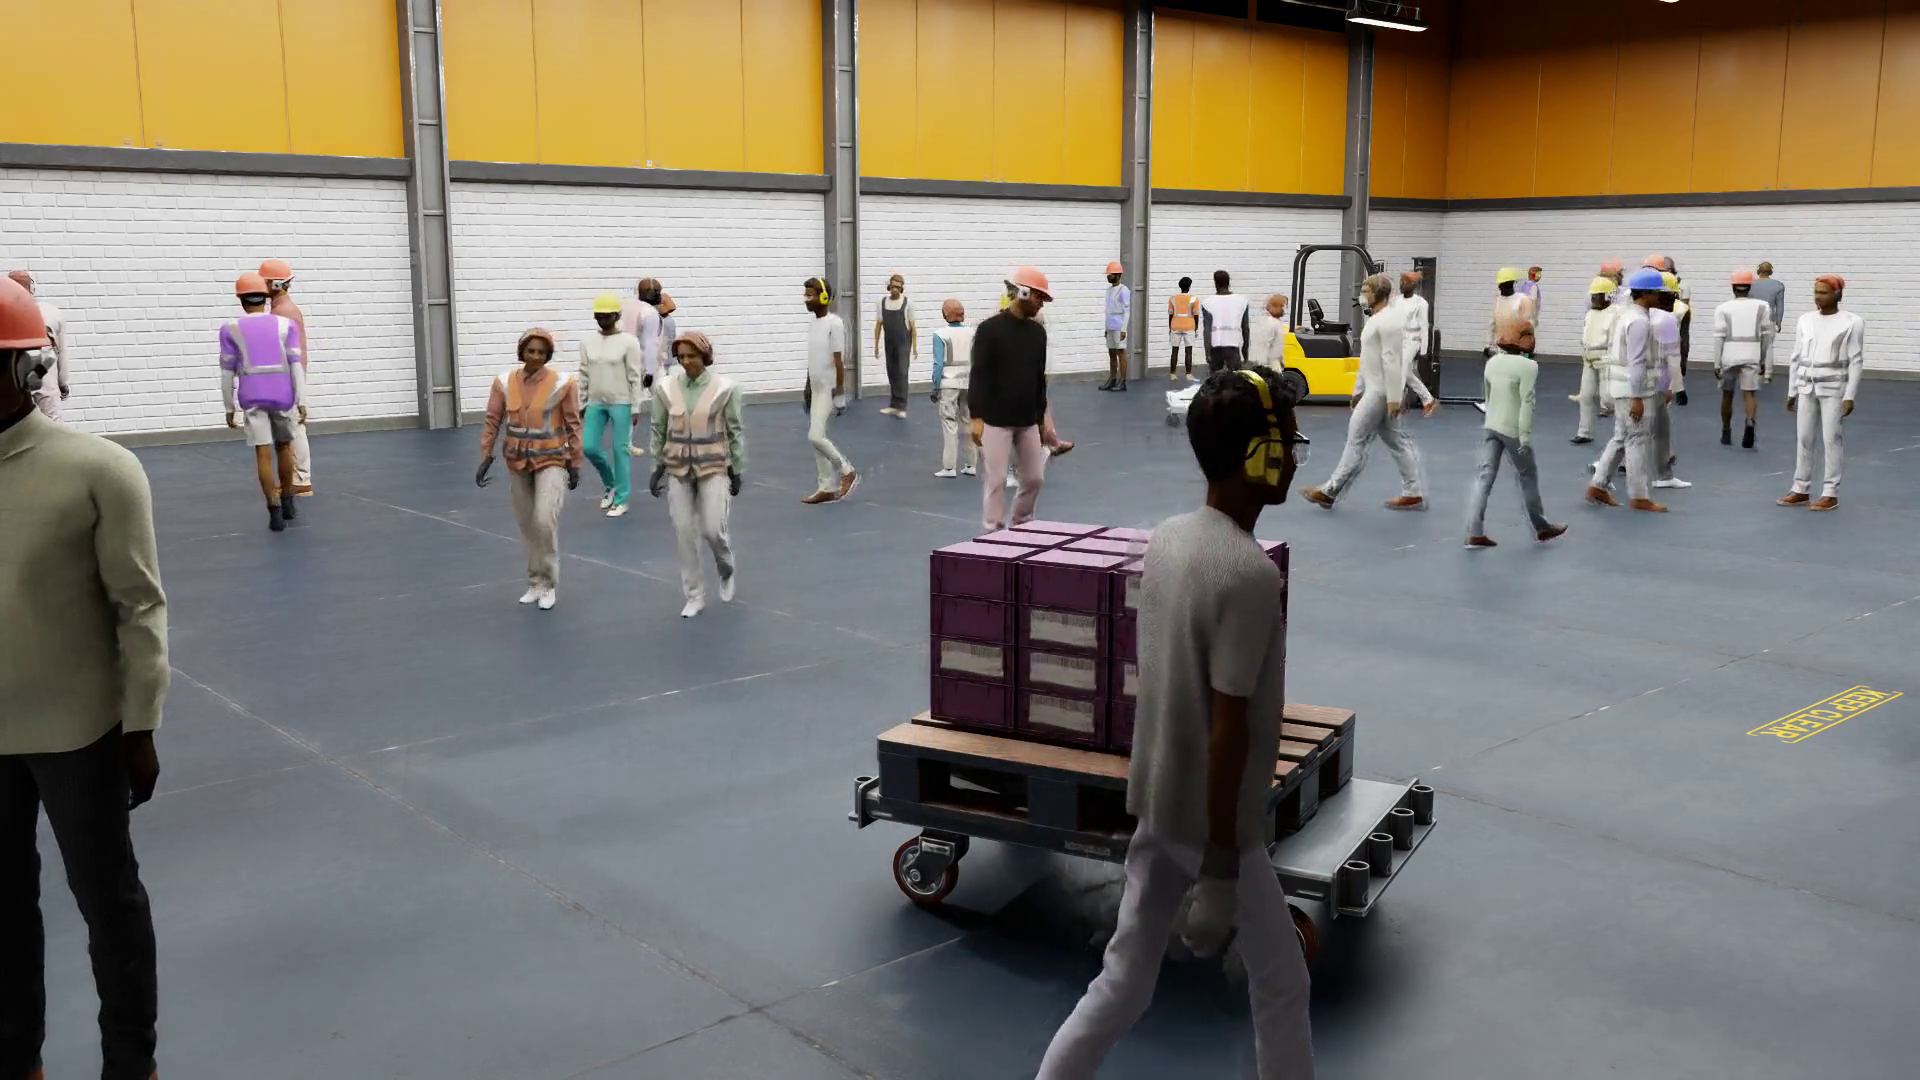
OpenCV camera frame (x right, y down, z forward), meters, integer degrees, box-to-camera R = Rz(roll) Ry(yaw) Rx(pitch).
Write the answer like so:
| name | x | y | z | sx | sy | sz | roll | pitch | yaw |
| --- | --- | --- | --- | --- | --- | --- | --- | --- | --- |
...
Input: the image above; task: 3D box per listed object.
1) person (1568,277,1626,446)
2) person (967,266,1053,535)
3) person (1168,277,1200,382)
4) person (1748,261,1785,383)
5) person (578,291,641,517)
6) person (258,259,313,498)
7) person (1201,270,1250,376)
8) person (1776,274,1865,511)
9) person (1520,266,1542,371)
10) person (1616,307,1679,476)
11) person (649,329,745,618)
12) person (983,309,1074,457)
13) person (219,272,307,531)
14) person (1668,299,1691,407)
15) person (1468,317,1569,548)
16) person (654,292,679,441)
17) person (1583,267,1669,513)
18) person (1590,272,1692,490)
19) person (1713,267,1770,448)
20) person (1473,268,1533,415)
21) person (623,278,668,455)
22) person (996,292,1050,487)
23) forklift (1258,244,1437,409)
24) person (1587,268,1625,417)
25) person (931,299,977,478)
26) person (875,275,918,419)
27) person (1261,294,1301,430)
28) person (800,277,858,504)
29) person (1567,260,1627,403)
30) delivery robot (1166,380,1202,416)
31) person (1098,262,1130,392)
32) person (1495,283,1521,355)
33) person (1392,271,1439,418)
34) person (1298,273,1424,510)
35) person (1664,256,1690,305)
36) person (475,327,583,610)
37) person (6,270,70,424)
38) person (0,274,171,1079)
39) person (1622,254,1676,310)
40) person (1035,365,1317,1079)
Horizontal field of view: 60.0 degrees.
| name | x | y | z | sx | sy | sz | roll | pitch | yaw |
| --- | --- | --- | --- | --- | --- | --- | --- | --- | --- |
| person | 6.900 | -1.896 | 17.720 | 0.692 | 1.808 | 0.593 | -4 | 10 | -21 |
| person | 0.294 | -0.757 | 10.648 | 0.735 | 1.959 | 0.398 | -7 | 12 | -35 |
| person | 3.614 | -3.399 | 26.869 | 0.531 | 1.691 | 0.318 | 4 | 10 | 21 |
| person | 12.762 | -3.459 | 26.489 | 0.627 | 1.941 | 0.370 | 4 | 10 | 22 |
| person | -2.726 | -1.052 | 12.919 | 0.549 | 1.752 | 0.372 | 3 | 10 | 15 |
| person | -5.687 | -1.352 | 13.989 | 0.386 | 1.992 | 0.625 | -5 | 11 | -27 |
| person | 3.217 | -2.316 | 20.041 | 0.613 | 1.873 | 0.940 | -1 | 10 | -3 |
| person | 6.882 | -1.176 | 13.283 | 0.337 | 1.882 | 0.584 | -5 | 11 | -28 |
| person | 10.068 | -3.912 | 29.435 | 0.388 | 1.838 | 0.563 | 0 | 10 | -3 |
| person | 6.378 | -1.493 | 15.419 | 0.916 | 1.779 | 0.621 | -9 | 13 | -43 |
| person | -1.476 | -0.375 | 9.370 | 0.517 | 1.623 | 0.394 | 1 | 10 | 7 |
| person | 0.659 | -1.735 | 16.657 | 1.040 | 1.848 | 0.664 | -7 | 12 | -36 |
| person | -5.233 | -1.044 | 12.484 | 0.567 | 1.887 | 0.923 | -5 | 11 | -28 |
| person | 7.435 | -1.911 | 17.762 | 0.635 | 1.830 | 0.508 | 5 | 11 | 29 |
| person | 3.880 | -0.741 | 11.549 | 0.818 | 1.589 | 0.526 | -5 | 11 | -25 |
| person | -3.230 | -1.906 | 18.321 | 0.282 | 1.624 | 0.494 | -3 | 10 | -15 |
| person | 5.353 | -1.185 | 13.221 | 0.522 | 1.955 | 0.612 | 2 | 10 | 14 |
| person | 5.927 | -1.365 | 14.382 | 0.905 | 1.897 | 0.603 | -1 | 10 | -3 |
| person | 8.248 | -1.917 | 17.568 | 0.562 | 1.915 | 0.849 | 3 | 10 | 16 |
| person | 6.851 | -2.484 | 20.982 | 0.987 | 1.865 | 0.600 | -4 | 10 | -22 |
| person | -3.112 | -1.756 | 16.946 | 0.932 | 1.791 | 0.623 | -8 | 12 | -39 |
| person | 0.552 | -1.325 | 14.633 | 0.523 | 1.726 | 0.484 | -5 | 11 | -27 |
| forklift | 5.256 | -2.933 | 22.661 | 2.313 | 2.155 | 1.214 | 3 | 10 | 16 |
| person | 8.307 | -2.506 | 21.153 | 0.685 | 1.880 | 1.020 | 4 | 11 | 24 |
| person | -0.045 | -1.382 | 15.210 | 0.520 | 1.636 | 0.312 | -7 | 12 | -37 |
| person | -0.819 | -2.440 | 20.987 | 0.594 | 1.805 | 0.710 | 3 | 10 | 19 |
| person | 3.568 | -2.075 | 19.385 | 0.789 | 1.595 | 0.534 | 3 | 10 | 18 |
| person | -1.123 | -1.202 | 13.524 | 0.415 | 1.852 | 0.546 | -6 | 11 | -30 |
| person | 8.758 | -2.768 | 22.348 | 0.605 | 1.982 | 1.101 | -9 | 13 | -43 |
| delivery robot | 2.792 | -1.640 | 19.612 | 0.707 | 0.478 | 0.477 | 0 | 10 | 2 |
| person | 2.317 | -3.188 | 24.905 | 0.379 | 1.938 | 0.547 | -5 | 11 | -26 |
| person | 9.282 | -3.624 | 28.106 | 0.552 | 1.729 | 0.313 | -4 | 11 | -23 |
| person | 5.585 | -2.394 | 20.548 | 0.934 | 1.849 | 0.583 | -4 | 10 | -20 |
| person | 3.247 | -1.165 | 13.218 | 1.028 | 1.880 | 0.656 | 1 | 10 | 8 |
| person | 11.416 | -3.584 | 26.921 | 0.691 | 2.000 | 0.709 | 6 | 12 | 33 |
| person | -2.474 | -0.402 | 9.553 | 0.561 | 1.615 | 0.553 | 2 | 10 | 9 |
| person | -7.993 | -1.355 | 14.274 | 0.401 | 1.904 | 0.648 | 9 | 13 | 41 |
| person | -2.082 | 0.403 | 3.712 | 0.613 | 1.994 | 0.395 | 1 | 10 | 5 |
| person | 7.733 | -2.178 | 18.691 | 0.616 | 2.039 | 0.385 | 10 | 14 | 44 |
| person | 0.451 | 0.563 | 3.349 | 0.987 | 1.822 | 0.537 | -4 | 10 | -22 |
